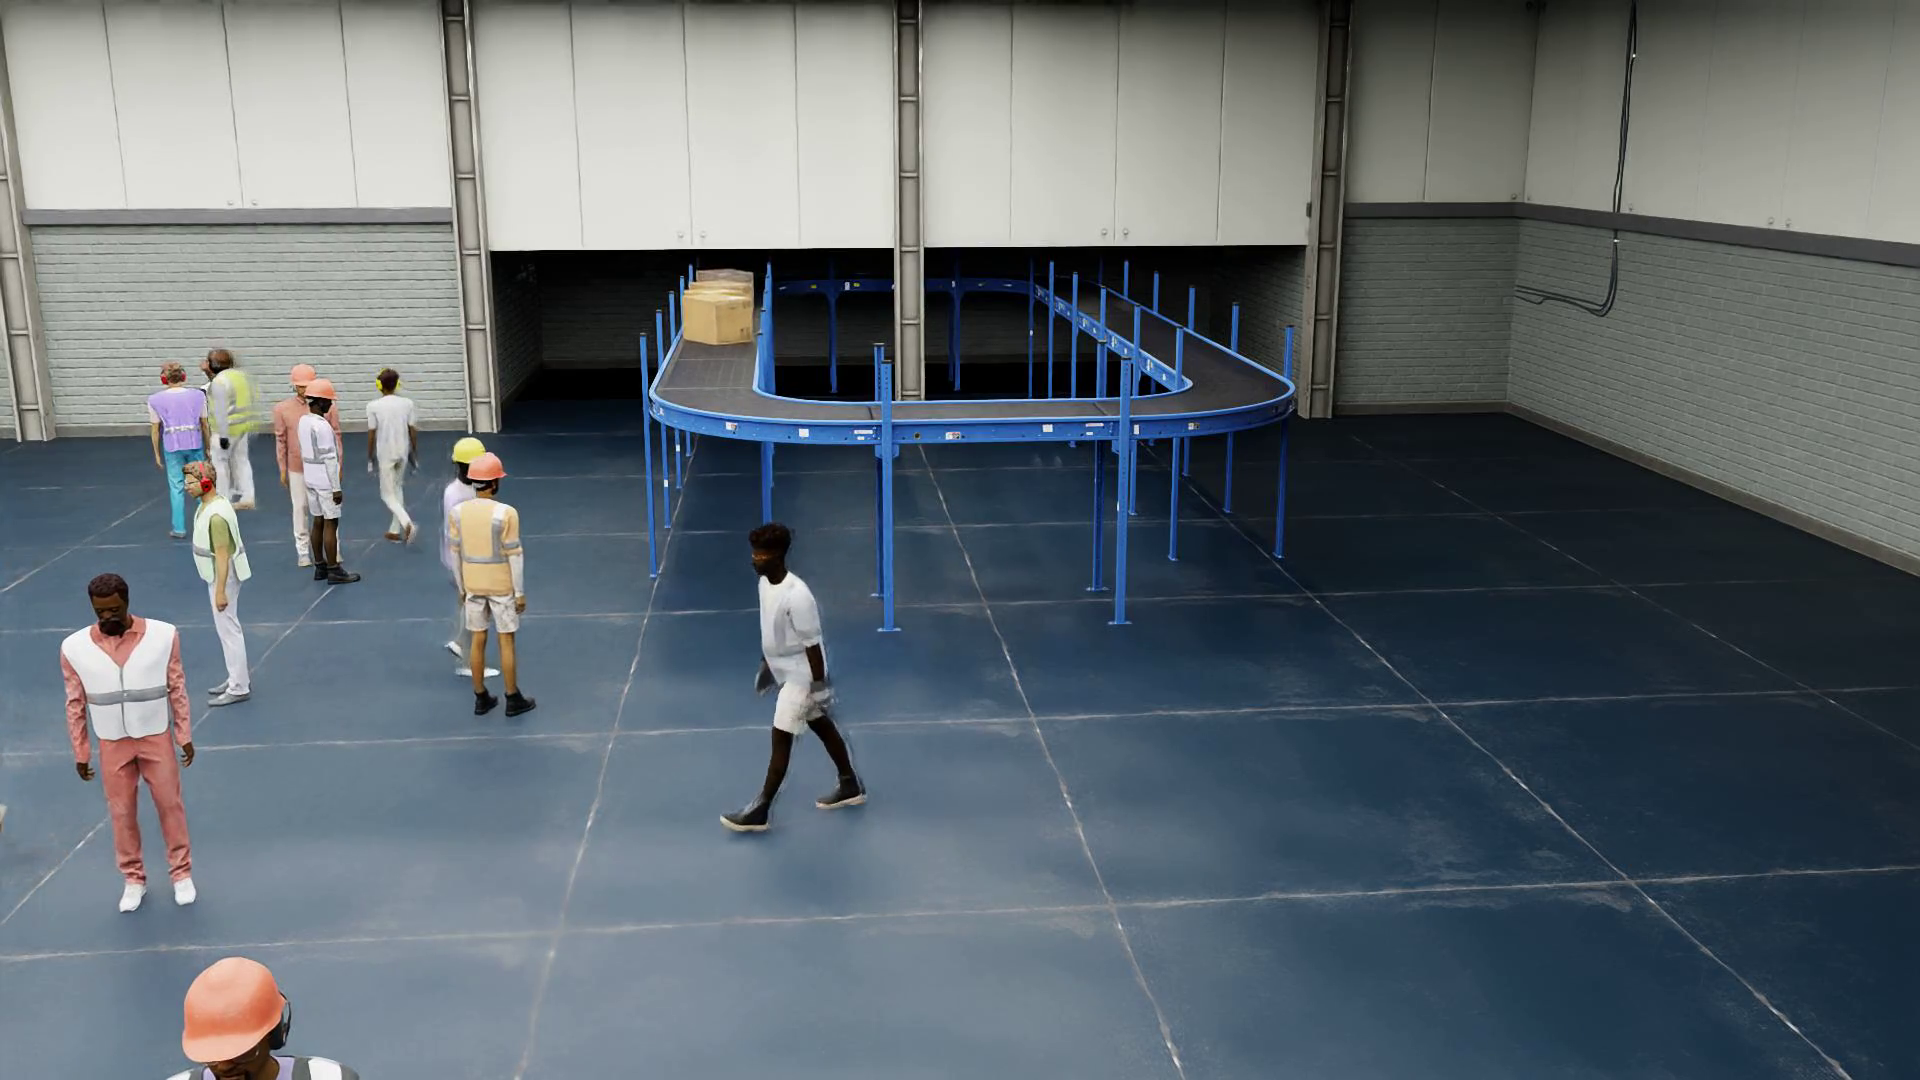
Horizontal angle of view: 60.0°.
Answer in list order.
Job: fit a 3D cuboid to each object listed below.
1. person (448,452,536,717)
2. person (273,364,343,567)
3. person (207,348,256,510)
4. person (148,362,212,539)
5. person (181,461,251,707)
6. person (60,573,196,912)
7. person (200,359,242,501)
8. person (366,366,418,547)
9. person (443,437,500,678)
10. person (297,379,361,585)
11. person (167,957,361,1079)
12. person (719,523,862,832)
[{"bbox_3d":[-3.398,0.325,12.062,0.547,1.938,0.379,4,14,14],"label":"person"},{"bbox_3d":[-6.316,-0.725,16.178,0.606,1.986,0.401,-6,15,-22],"label":"person"},{"bbox_3d":[-8.199,-1.215,18.456,0.641,1.819,0.646,1,14,2],"label":"person"},{"bbox_3d":[-8.067,-0.925,17.278,0.561,1.836,0.392,-10,17,-34],"label":"person"},{"bbox_3d":[-5.484,0.307,12.352,0.404,1.834,0.563,-8,16,-29],"label":"person"},{"bbox_3d":[-4.521,1.088,9.084,0.602,1.906,0.413,-6,15,-22],"label":"person"},{"bbox_3d":[-8.453,-1.264,19.025,0.310,1.640,0.514,4,15,16],"label":"person"},{"bbox_3d":[-5.750,-0.837,16.900,0.721,1.848,0.530,13,19,43],"label":"person"},{"bbox_3d":[-3.754,0.142,12.847,0.414,1.907,0.617,0,14,0],"label":"person"},{"bbox_3d":[-5.932,-0.545,15.560,0.542,1.931,0.366,13,19,42],"label":"person"},{"bbox_3d":[-1.949,2.115,4.688,0.615,2.042,0.372,-4,14,-14],"label":"person"},{"bbox_3d":[-1.037,0.812,10.200,0.980,1.906,0.612,-5,15,-20],"label":"person"}]
